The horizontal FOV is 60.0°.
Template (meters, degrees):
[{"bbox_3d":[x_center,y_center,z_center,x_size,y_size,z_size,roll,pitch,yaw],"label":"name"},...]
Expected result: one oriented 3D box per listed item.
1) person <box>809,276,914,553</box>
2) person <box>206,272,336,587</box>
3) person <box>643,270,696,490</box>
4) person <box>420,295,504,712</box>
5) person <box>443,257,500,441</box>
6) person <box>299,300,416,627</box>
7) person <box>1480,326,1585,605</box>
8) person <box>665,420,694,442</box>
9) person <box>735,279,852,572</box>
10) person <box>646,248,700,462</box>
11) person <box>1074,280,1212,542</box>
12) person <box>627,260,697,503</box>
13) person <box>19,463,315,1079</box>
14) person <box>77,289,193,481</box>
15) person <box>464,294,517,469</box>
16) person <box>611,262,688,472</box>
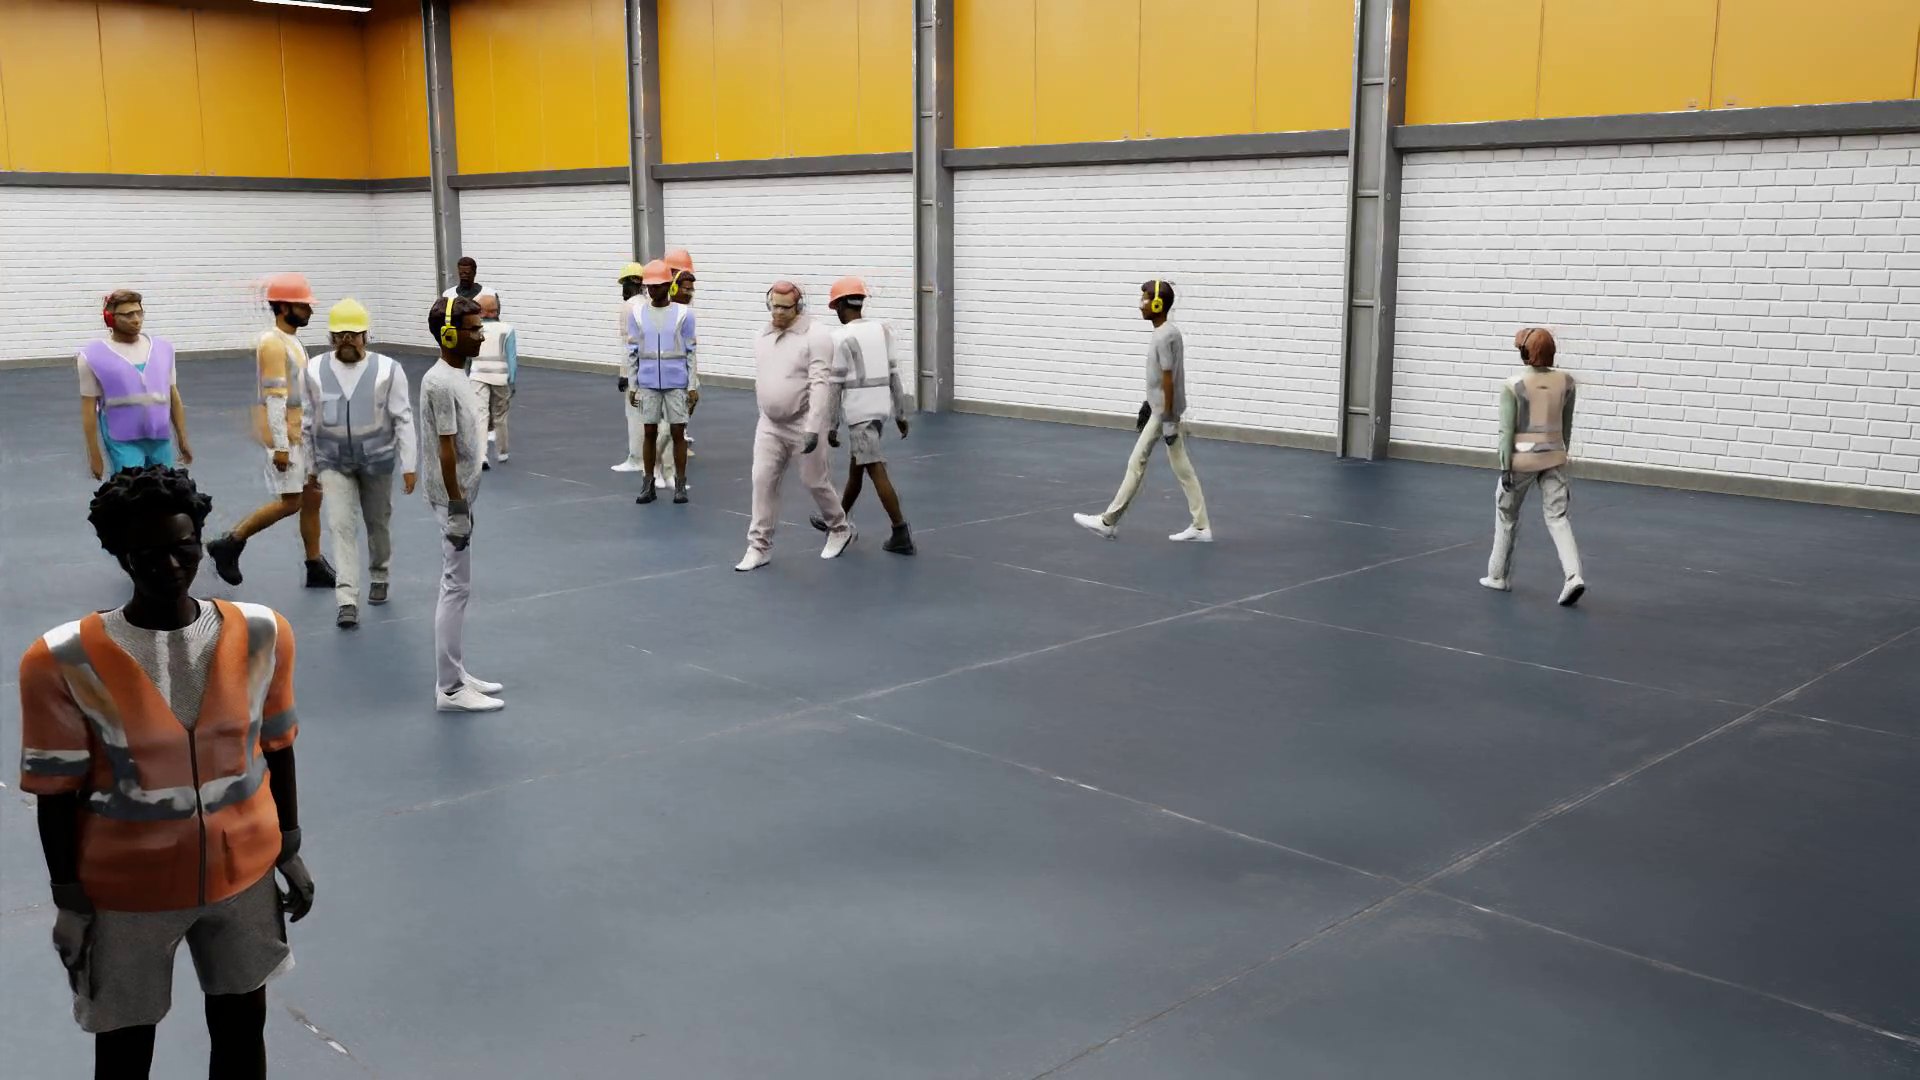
[{"bbox_3d":[-0.661,-0.860,11.346,1.043,1.847,0.612,8,13,39],"label":"person"},{"bbox_3d":[-4.085,-0.630,9.918,0.733,1.921,0.550,-1,10,-7],"label":"person"},{"bbox_3d":[-2.383,-1.319,13.874,0.402,1.842,0.529,7,13,35],"label":"person"},{"bbox_3d":[-2.263,-0.162,7.510,0.309,1.864,0.535,-3,11,-15],"label":"person"},{"bbox_3d":[-5.054,-1.975,17.271,0.589,1.911,0.385,0,10,2],"label":"person"},{"bbox_3d":[-3.361,-0.449,9.311,0.615,1.781,0.950,-3,11,-14],"label":"person"},{"bbox_3d":[3.386,-0.438,9.713,0.505,1.608,0.813,-2,11,-10],"label":"person"},{"bbox_3d":[-2.940,-1.805,17.095,0.502,1.633,0.279,-10,14,-42],"label":"person"},{"bbox_3d":[-1.057,-0.758,10.775,0.629,1.868,0.871,5,12,26],"label":"person"},{"bbox_3d":[-2.695,-1.710,15.567,0.538,2.010,0.616,8,13,36],"label":"person"},{"bbox_3d":[1.316,-0.881,11.555,0.996,1.819,0.510,3,11,16],"label":"person"},{"bbox_3d":[-2.368,-1.247,13.224,0.551,1.935,0.375,0,10,-1],"label":"person"},{"bbox_3d":[-1.570,0.684,3.352,0.537,1.696,0.321,-10,14,-42],"label":"person"},{"bbox_3d":[-4.911,-0.577,9.875,0.658,1.828,0.592,7,12,33],"label":"person"},{"bbox_3d":[-4.346,-1.459,15.341,0.522,1.596,0.886,-2,10,-8],"label":"person"},{"bbox_3d":[-2.838,-1.553,15.010,0.583,1.894,0.614,1,10,6],"label":"person"}]
